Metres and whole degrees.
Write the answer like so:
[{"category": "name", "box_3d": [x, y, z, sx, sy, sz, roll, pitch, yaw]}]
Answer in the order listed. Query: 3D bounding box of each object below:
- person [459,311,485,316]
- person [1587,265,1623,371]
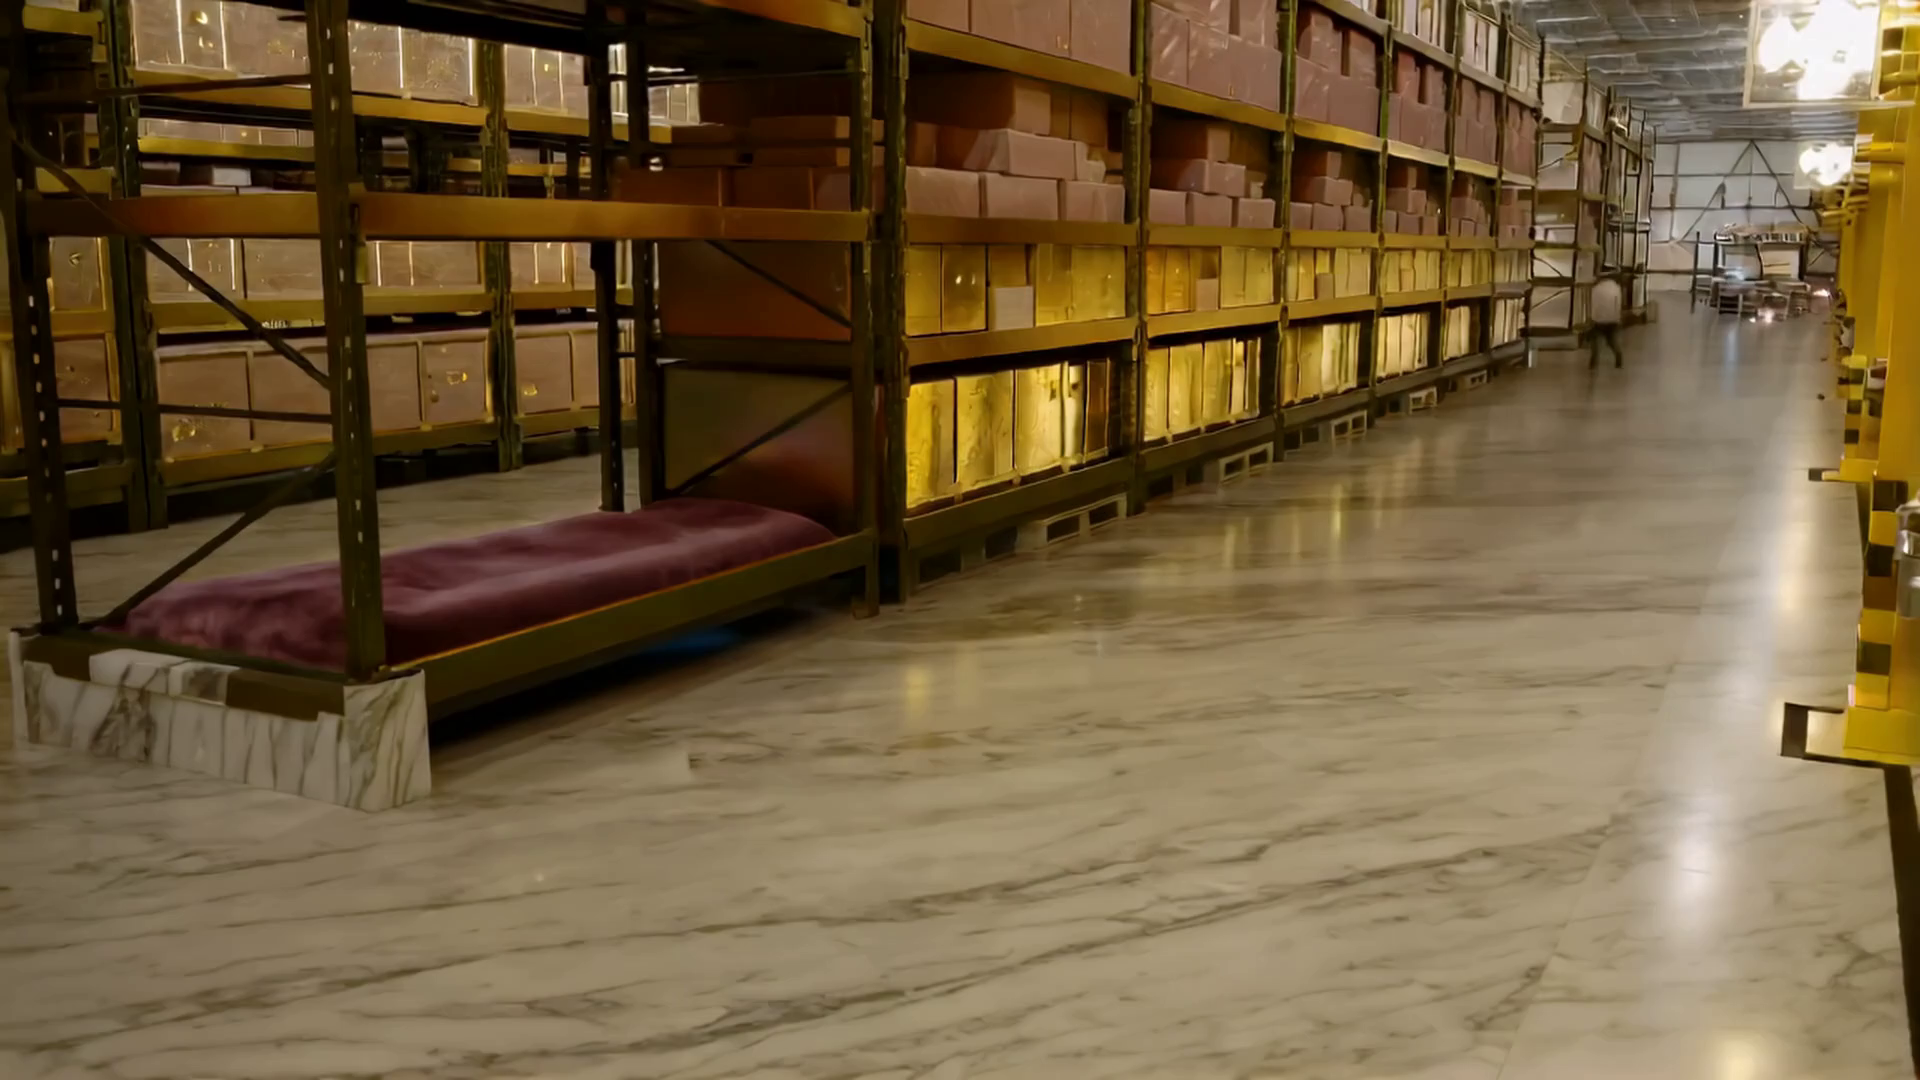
[{"category": "person", "box_3d": [-6.105, -2.412, 21.370, 0.588, 1.822, 0.403, -2, 10, -11]}, {"category": "person", "box_3d": [11.834, -4.040, 30.402, 0.627, 1.968, 0.848, -1, 10, -8]}]
